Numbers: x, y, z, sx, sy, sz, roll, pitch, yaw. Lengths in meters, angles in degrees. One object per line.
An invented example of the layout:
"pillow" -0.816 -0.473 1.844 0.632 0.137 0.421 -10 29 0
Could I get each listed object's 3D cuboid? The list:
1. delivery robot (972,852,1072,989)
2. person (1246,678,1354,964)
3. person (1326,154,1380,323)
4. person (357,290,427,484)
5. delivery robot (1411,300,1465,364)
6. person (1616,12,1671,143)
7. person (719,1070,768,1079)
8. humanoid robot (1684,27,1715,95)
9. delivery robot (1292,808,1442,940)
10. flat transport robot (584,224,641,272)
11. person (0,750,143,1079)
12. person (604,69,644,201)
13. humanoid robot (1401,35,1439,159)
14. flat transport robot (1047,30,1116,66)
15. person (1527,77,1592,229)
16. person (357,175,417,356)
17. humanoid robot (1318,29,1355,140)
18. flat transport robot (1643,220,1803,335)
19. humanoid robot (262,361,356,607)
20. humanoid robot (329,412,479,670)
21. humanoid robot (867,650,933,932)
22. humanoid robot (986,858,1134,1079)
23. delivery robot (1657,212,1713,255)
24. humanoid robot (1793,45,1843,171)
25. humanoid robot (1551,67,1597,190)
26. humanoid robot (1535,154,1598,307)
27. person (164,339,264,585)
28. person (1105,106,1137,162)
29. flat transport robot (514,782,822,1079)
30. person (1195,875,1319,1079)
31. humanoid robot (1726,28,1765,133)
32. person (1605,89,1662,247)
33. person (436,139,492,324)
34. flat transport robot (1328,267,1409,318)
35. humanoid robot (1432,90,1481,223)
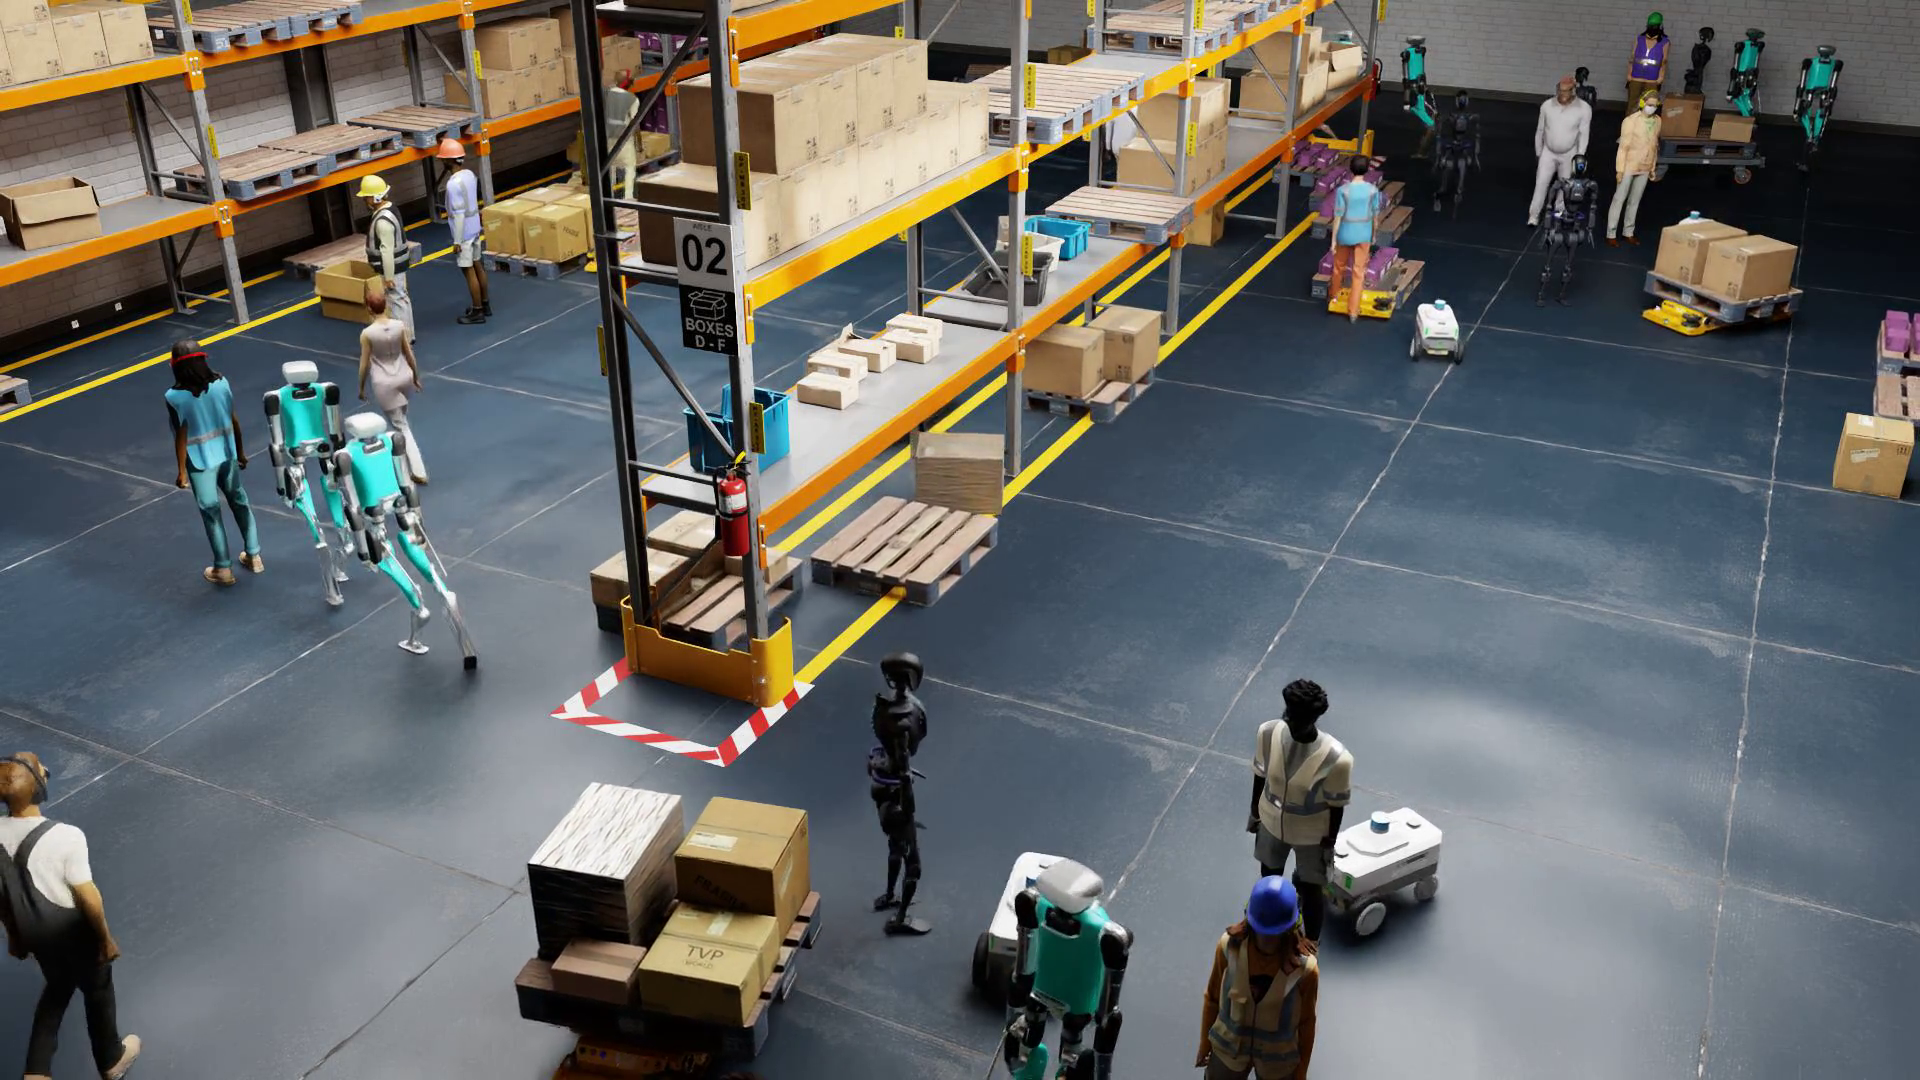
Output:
"delivery robot" 0.371 1.968 8.497 0.505 0.608 0.780 7 27 14
"person" 1.667 1.427 8.291 0.533 1.691 0.319 20 32 34
"person" 4.188 -3.217 17.649 0.513 1.728 0.816 3 26 6
"person" -4.789 -1.302 13.869 0.891 1.607 0.465 21 33 36
"delivery robot" 4.791 -2.115 16.708 0.499 0.577 0.769 4 27 7
"person" 10.216 -6.875 24.792 0.538 1.931 0.406 15 30 28
"person" -0.713 2.587 5.741 0.602 1.875 0.587 -18 32 -32
"humanoid robot" 11.096 -6.901 25.126 0.328 1.651 0.608 7 27 13
"delivery robot" 2.214 1.739 8.940 0.774 0.592 0.499 -14 30 -27
"flat transport robot" -3.932 -3.457 19.761 0.659 0.231 1.431 3 26 6
"person" -4.058 1.781 7.432 0.501 1.829 0.567 3 26 6
"person" -4.460 -5.162 21.481 0.746 1.808 0.395 7 27 13
"humanoid robot" 6.677 -6.272 23.822 0.802 1.794 0.530 23 34 38
"flat transport robot" 2.216 -8.005 28.948 1.431 0.231 0.659 21 33 36
"person" 7.452 -4.802 20.695 0.650 1.854 0.976 12 29 23
"person" -5.672 -2.723 16.530 0.403 1.824 0.591 -5 27 -11
"humanoid robot" 5.340 -6.635 24.619 1.030 1.781 0.551 2 26 4
"flat transport robot" 8.072 -2.446 17.720 1.431 0.231 0.659 -11 28 -21
"humanoid robot" -4.524 -0.349 11.861 0.572 1.783 0.884 -19 32 -34
"humanoid robot" -3.590 0.085 10.987 0.972 1.790 0.530 18 32 32
"humanoid robot" -0.310 1.281 8.600 0.323 1.646 0.592 -4 27 -7
"humanoid robot" 0.284 2.191 6.706 0.546 1.766 0.805 20 32 34
"delivery robot" 8.636 -3.570 19.689 0.499 0.614 0.818 21 33 36
"humanoid robot" 11.898 -5.924 23.087 0.544 1.744 0.956 3 26 5
"humanoid robot" 8.362 -5.577 22.524 0.594 1.621 0.836 -9 28 -18
"humanoid robot" 6.542 -3.332 17.905 0.599 1.657 0.315 0 26 0
"person" -5.448 -0.566 12.121 0.375 1.865 0.539 18 32 32
"person" 2.114 -5.056 21.341 0.555 1.728 0.747 15 30 28
"flat transport robot" -1.421 2.249 8.235 0.659 0.231 1.431 7 27 13
"person" 1.205 2.110 6.812 0.462 1.780 0.305 9 28 18
"humanoid robot" 11.554 -6.501 24.286 0.557 1.827 0.669 -13 29 -24
"person" 8.124 -4.487 20.036 0.555 1.876 0.406 -8 27 -16
"person" -5.209 -3.224 17.411 0.364 1.935 0.551 2 26 4
"flat transport robot" 4.536 -2.776 18.385 0.659 0.231 1.431 10 28 19
"humanoid robot" 6.296 -4.885 21.079 0.602 1.638 0.575 2 26 4
